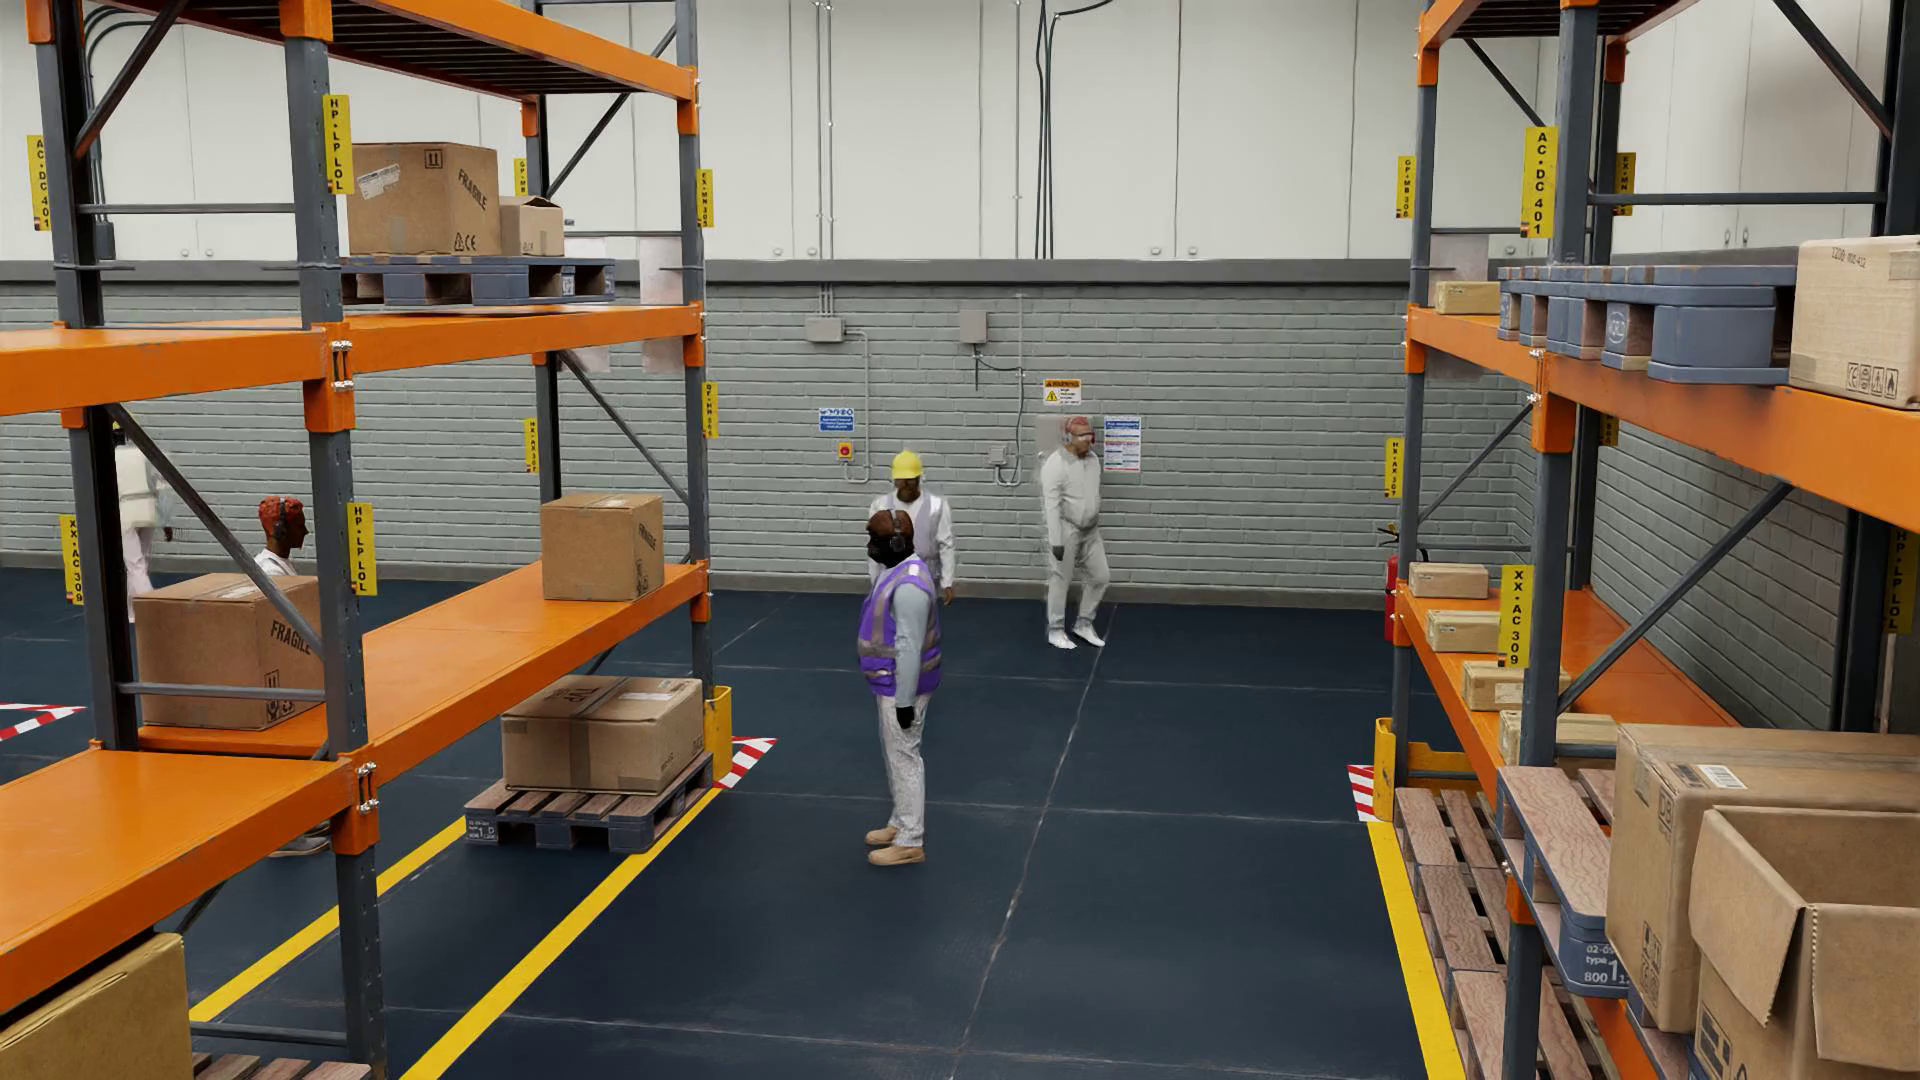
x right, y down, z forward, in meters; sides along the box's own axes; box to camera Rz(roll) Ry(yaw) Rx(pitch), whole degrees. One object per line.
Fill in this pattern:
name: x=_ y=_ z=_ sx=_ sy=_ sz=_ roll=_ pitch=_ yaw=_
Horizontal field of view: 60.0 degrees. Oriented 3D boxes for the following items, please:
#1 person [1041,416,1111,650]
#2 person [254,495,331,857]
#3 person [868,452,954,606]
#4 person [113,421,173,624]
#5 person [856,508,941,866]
person: x=0.937 y=-0.047 z=13.262 sx=0.673 sy=1.883 sz=0.588 roll=-9 pitch=13 yaw=-44
person: x=-3.520 y=0.703 z=8.670 sx=0.359 sy=1.880 sz=0.575 roll=-3 pitch=10 yaw=-21
person: x=-0.338 y=0.281 z=11.543 sx=0.592 sy=1.781 sz=0.924 roll=-1 pitch=9 yaw=-3
person: x=-6.958 y=-0.154 z=13.985 sx=0.928 sy=1.878 sz=0.590 roll=7 pitch=11 yaw=35
person: x=-0.314 y=0.743 z=8.555 sx=0.430 sy=1.833 sz=0.632 roll=-1 pitch=9 yaw=-7
